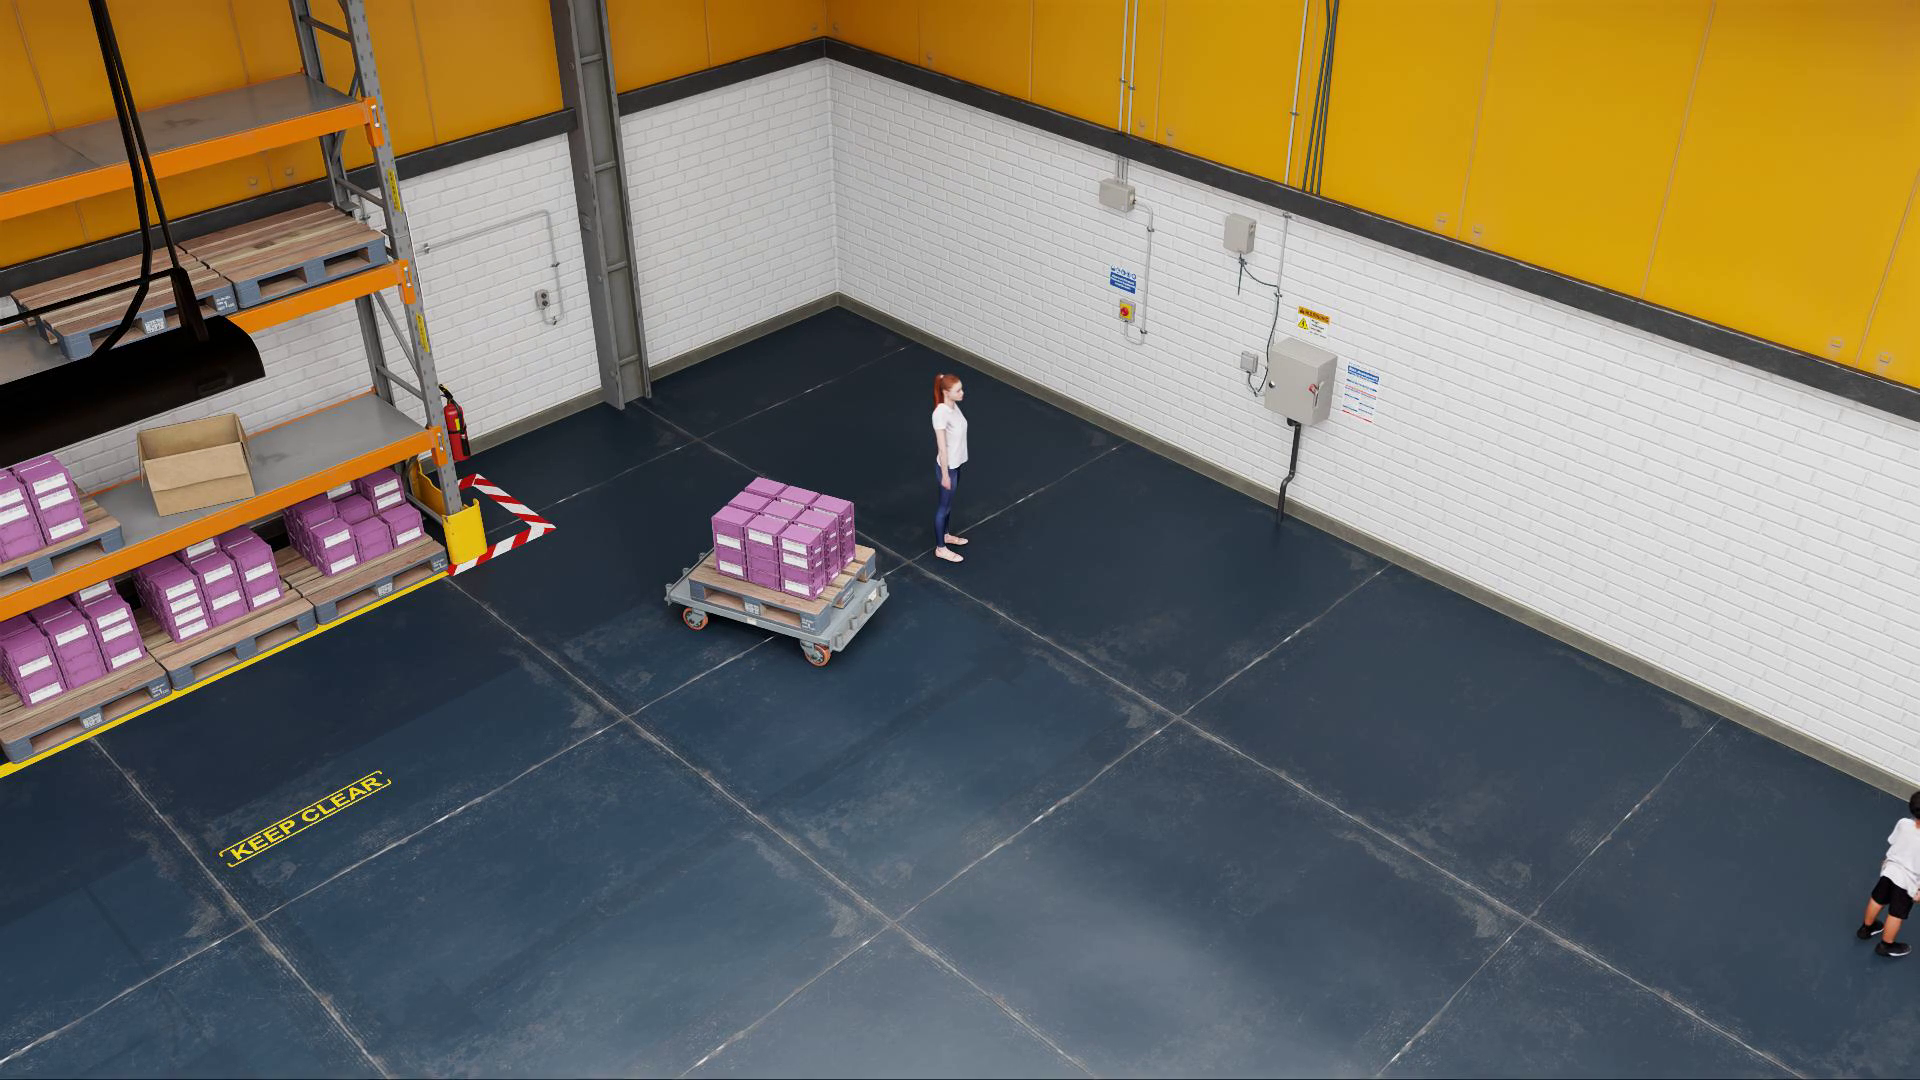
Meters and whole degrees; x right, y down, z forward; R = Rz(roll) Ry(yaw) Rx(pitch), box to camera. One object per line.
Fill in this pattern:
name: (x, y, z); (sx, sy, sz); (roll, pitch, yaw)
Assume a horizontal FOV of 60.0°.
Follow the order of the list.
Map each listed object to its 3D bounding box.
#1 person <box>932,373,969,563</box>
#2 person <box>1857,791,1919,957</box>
person: (-0.109, -0.642, 14.218); (0.714, 1.739, 0.625); (7, 34, 10)
person: (5.977, 2.102, 10.526); (0.611, 1.257, 0.571); (-9, 35, -13)
